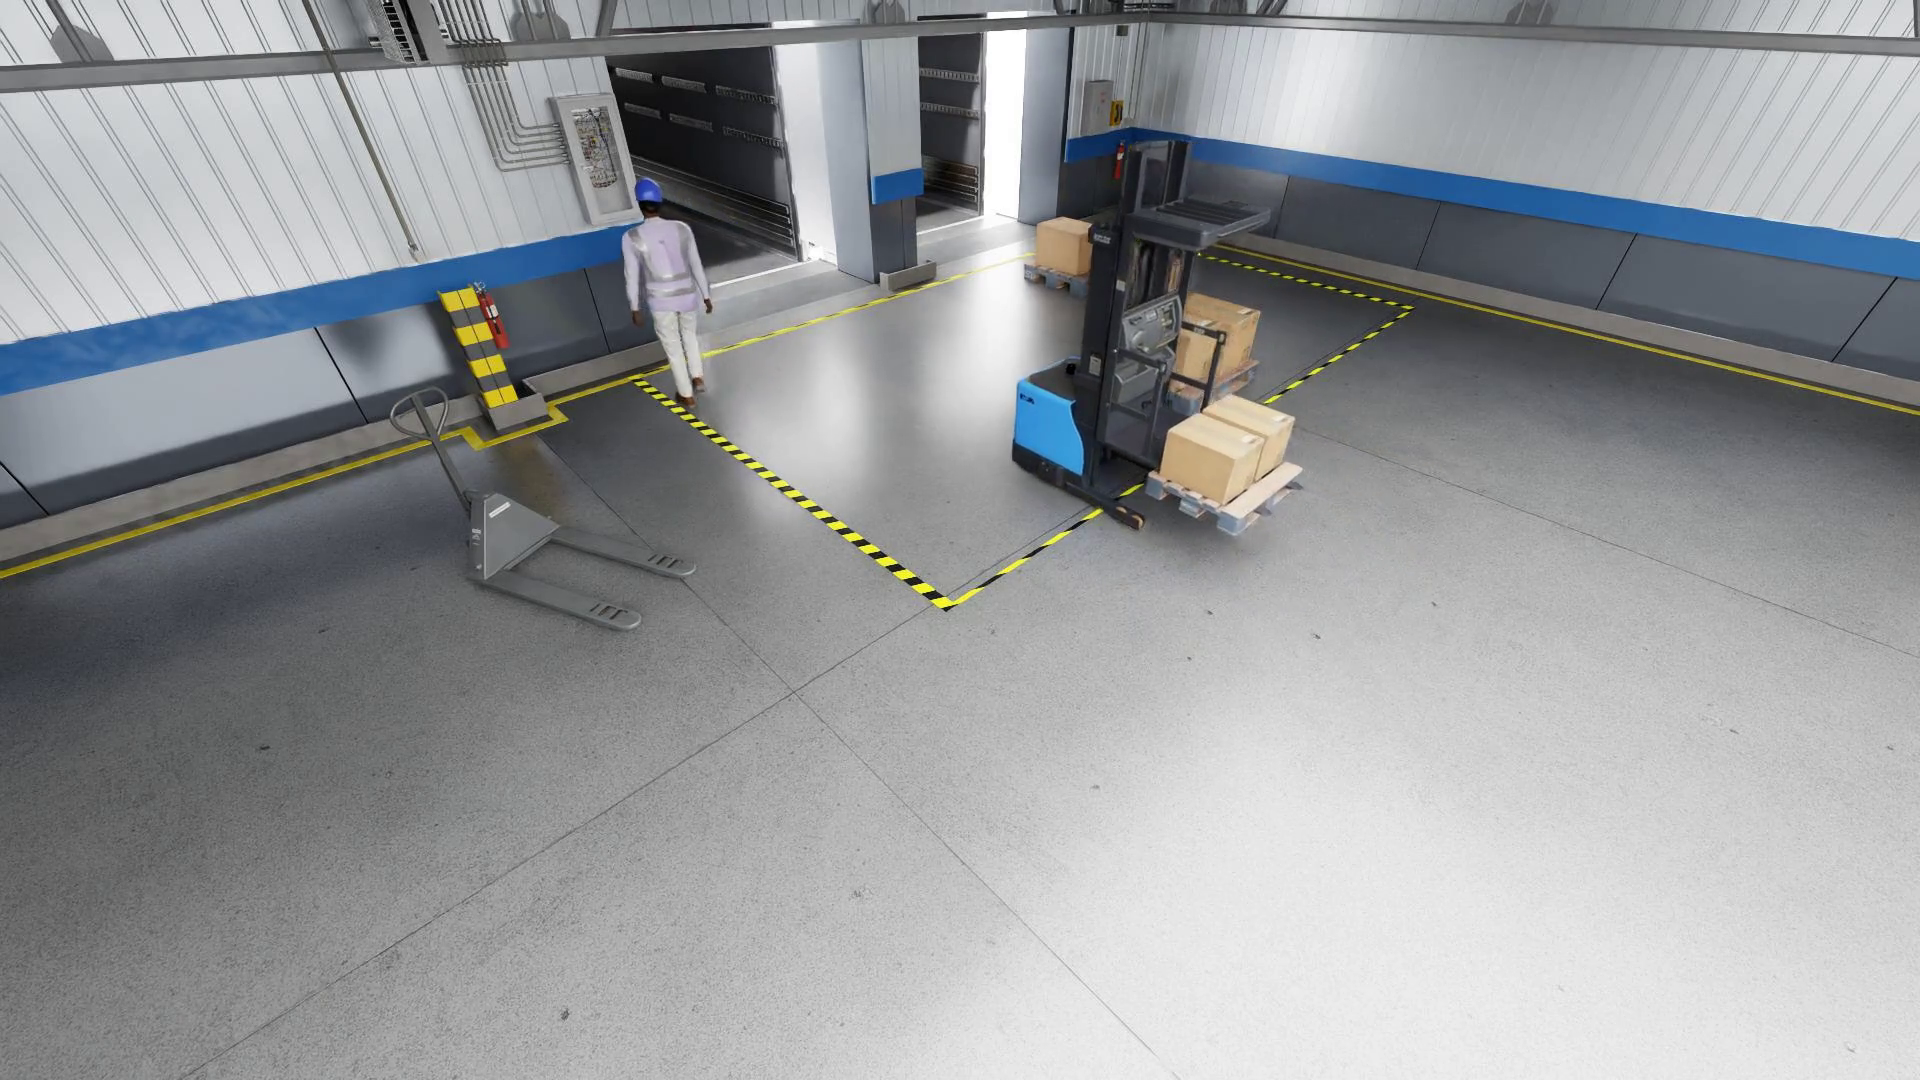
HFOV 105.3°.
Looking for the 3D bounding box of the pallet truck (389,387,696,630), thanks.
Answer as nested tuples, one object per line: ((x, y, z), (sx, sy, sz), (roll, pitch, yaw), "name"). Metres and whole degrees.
((-2.613, -0.247, 4.593), (1.601, 1.201, 0.680), (14, 40, 17), "pallet truck")

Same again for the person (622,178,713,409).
((-2.543, -2.103, 6.435), (0.688, 1.919, 0.453), (-24, 44, -28), "person")

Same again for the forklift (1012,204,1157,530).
((0.974, -1.382, 5.406), (0.716, 2.013, 0.776), (-30, 47, -33), "forklift")
